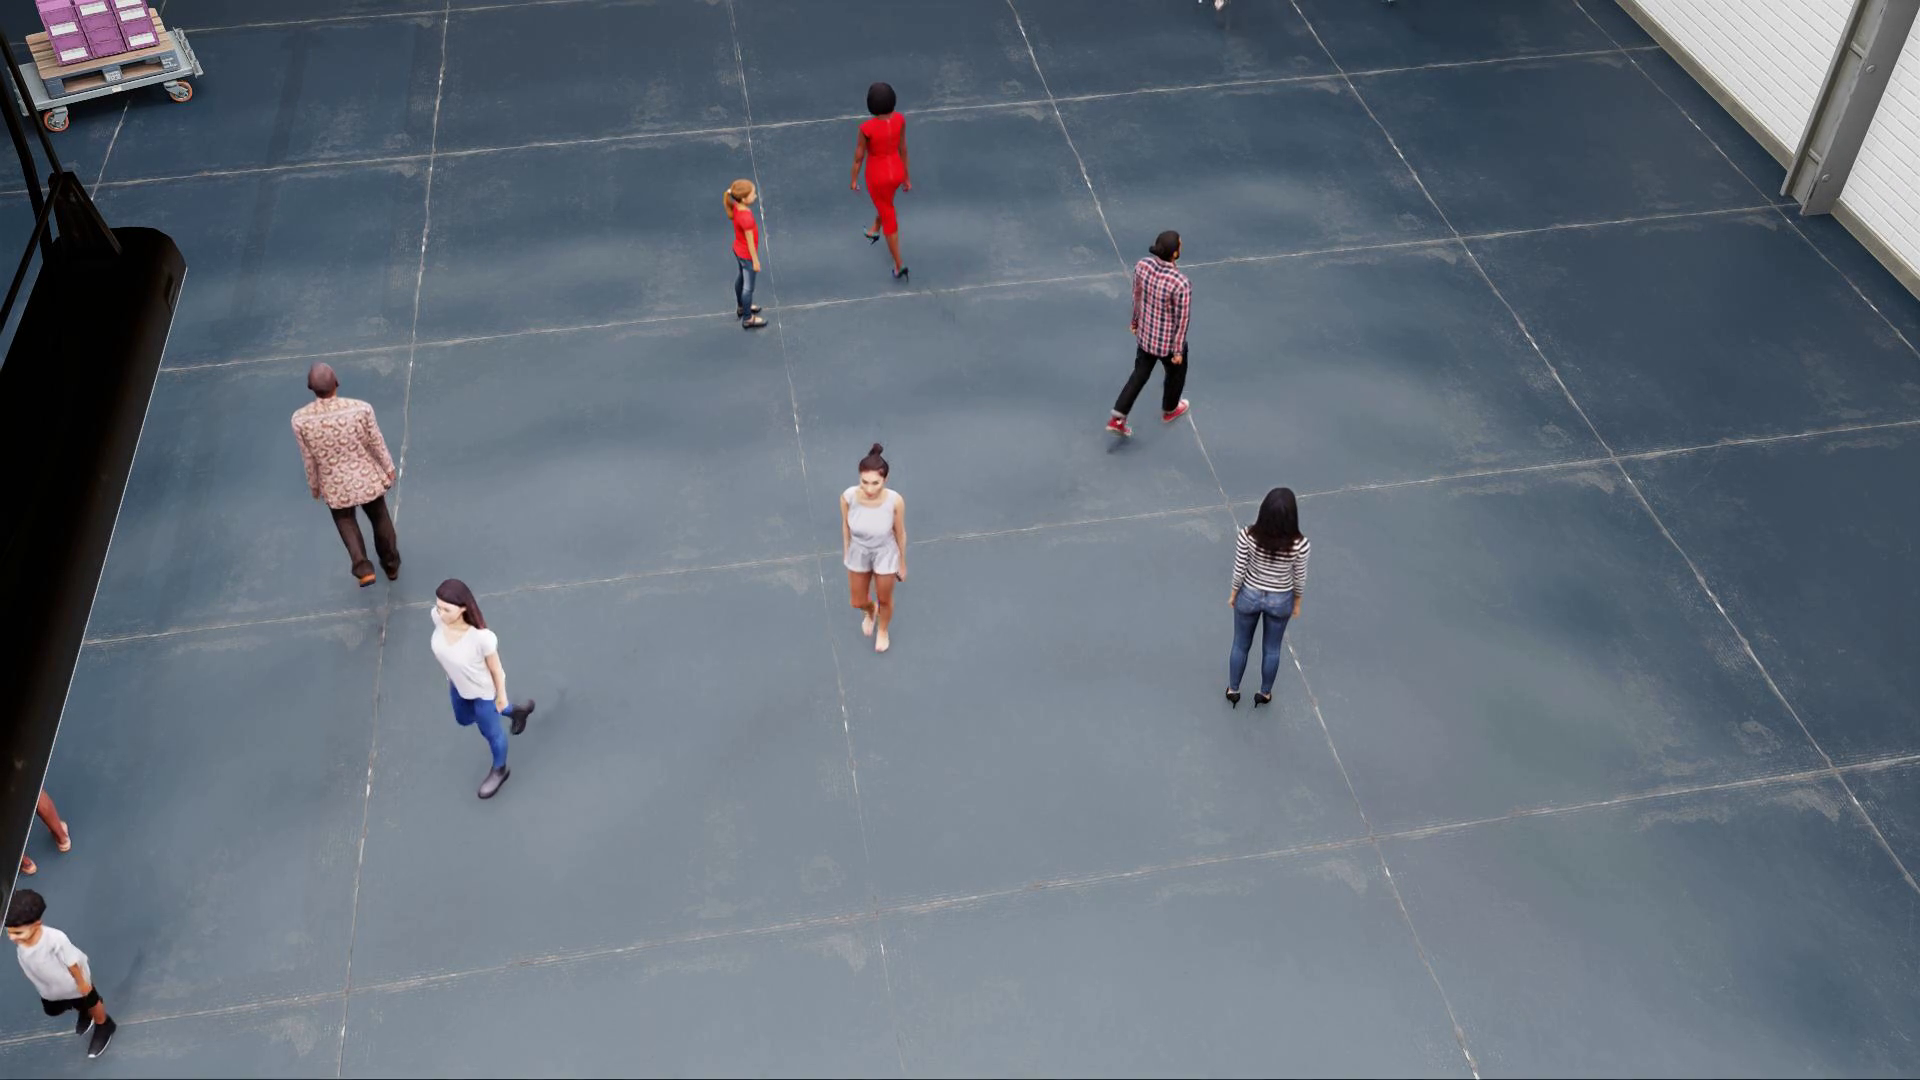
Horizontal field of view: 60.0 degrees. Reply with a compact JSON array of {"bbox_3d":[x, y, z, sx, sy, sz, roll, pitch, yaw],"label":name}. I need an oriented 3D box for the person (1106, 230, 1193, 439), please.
[{"bbox_3d":[1.408,-1.467,12.087,1.135,1.750,1.127,34,53,30],"label":"person"}]

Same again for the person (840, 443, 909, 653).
[{"bbox_3d":[-0.538,0.022,10.629,0.637,1.605,0.634,5,44,5],"label":"person"}]

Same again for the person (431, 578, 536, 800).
[{"bbox_3d":[-2.778,0.797,9.765,0.897,1.674,0.967,24,48,23],"label":"person"}]

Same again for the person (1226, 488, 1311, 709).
[{"bbox_3d":[1.847,0.381,10.113,0.638,1.797,0.603,9,44,9],"label":"person"}]

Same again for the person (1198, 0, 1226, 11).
[{"bbox_3d":[2.630,-6.297,17.145,0.701,1.766,1.007,-16,46,-16],"label":"person"}]

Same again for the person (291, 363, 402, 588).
[{"bbox_3d":[-3.977,-0.344,10.879,0.771,1.789,0.826,-14,45,-14],"label":"person"}]

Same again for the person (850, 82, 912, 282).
[{"bbox_3d":[-0.569,-2.875,13.593,0.873,1.710,1.120,-24,49,-23],"label":"person"}]

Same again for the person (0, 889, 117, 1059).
[{"bbox_3d":[-4.635,2.186,8.615,0.549,1.250,0.590,4,44,5],"label":"person"}]

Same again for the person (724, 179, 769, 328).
[{"bbox_3d":[-1.722,-2.301,13.285,0.550,1.305,0.436,-13,45,-14],"label":"person"}]
